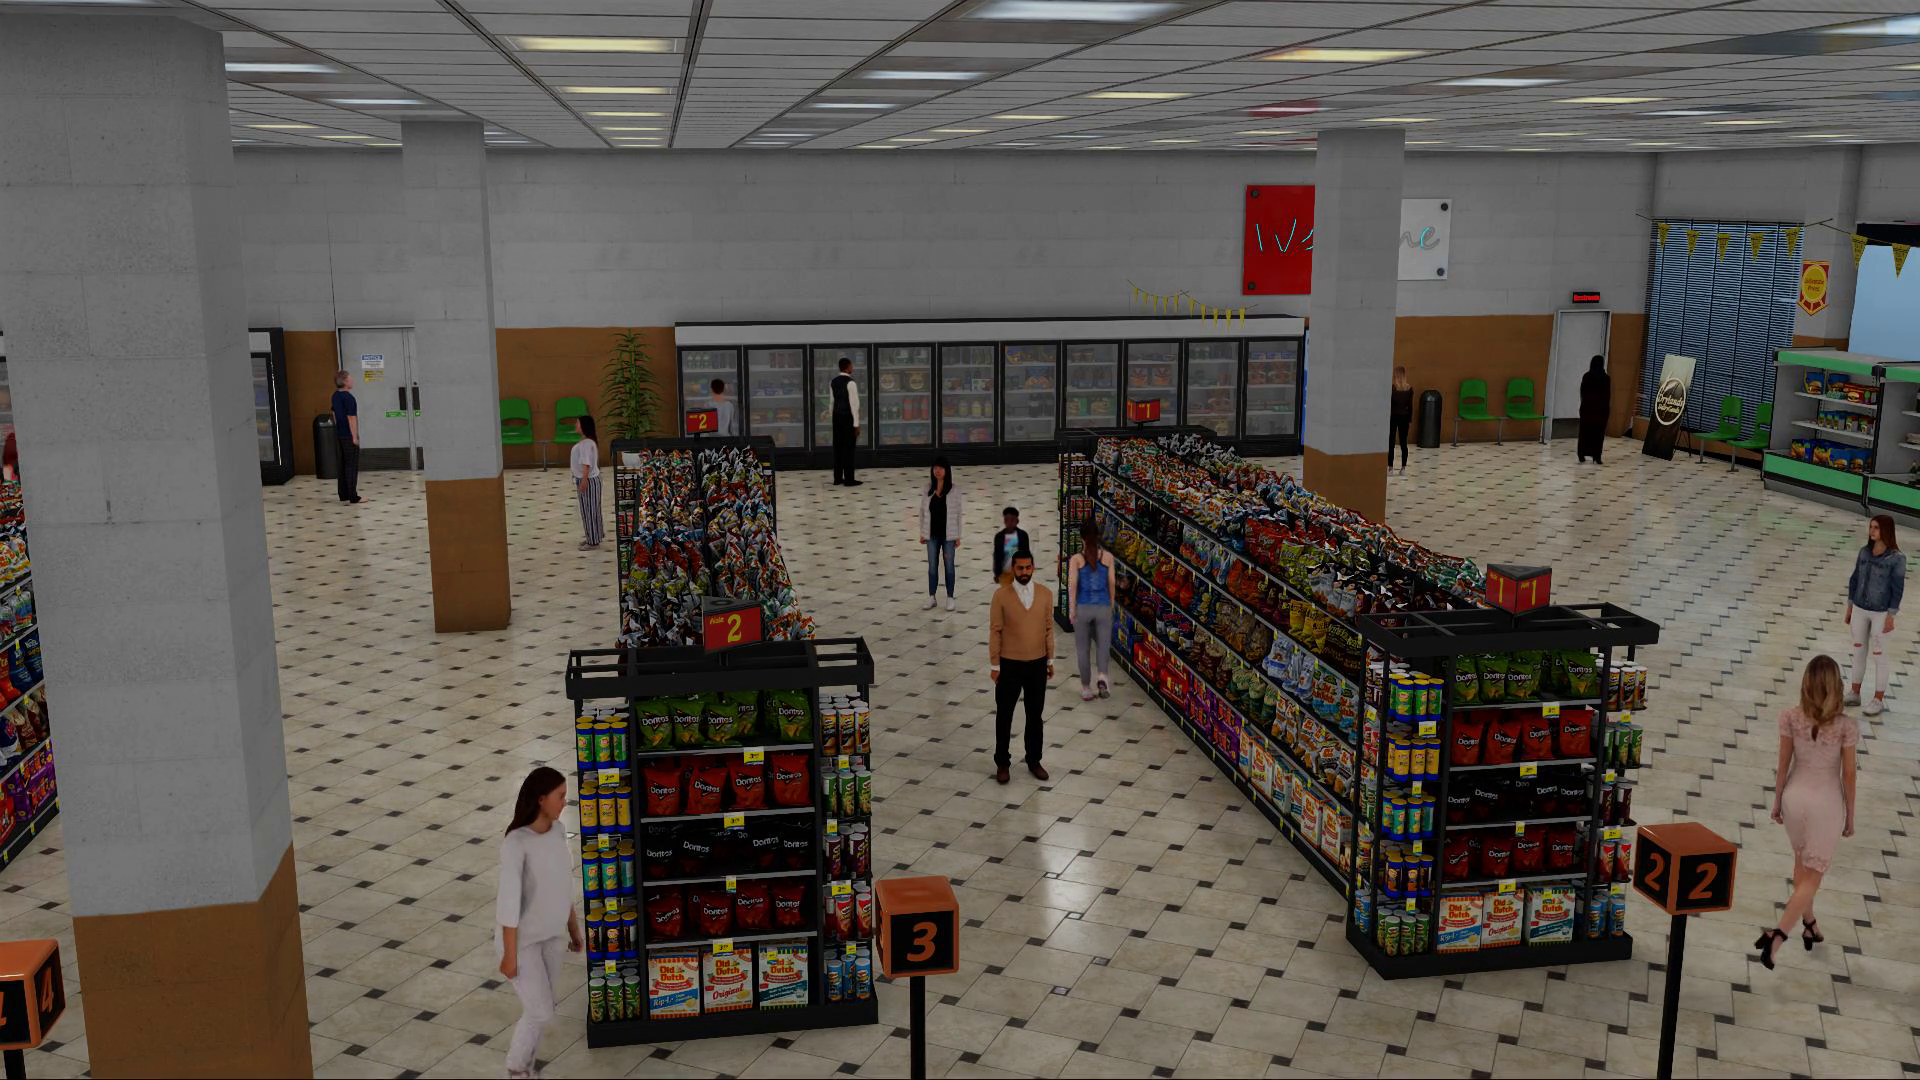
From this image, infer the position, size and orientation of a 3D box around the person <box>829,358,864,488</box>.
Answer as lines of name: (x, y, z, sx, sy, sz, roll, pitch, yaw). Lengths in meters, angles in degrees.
person: (-1.735, -1.775, 24.943, 0.755, 1.917, 0.842, 10, 16, 40)

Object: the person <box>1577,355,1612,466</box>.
person: (10.269, -2.113, 26.935, 0.826, 1.756, 0.716, -9, 15, -37)

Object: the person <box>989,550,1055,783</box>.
person: (0.467, 0.931, 12.485, 0.676, 1.754, 0.592, -3, 12, -15)

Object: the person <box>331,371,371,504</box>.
person: (-8.689, -1.468, 23.594, 0.802, 1.871, 0.692, -11, 16, -43)

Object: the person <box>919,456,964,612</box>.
person: (-0.199, -0.080, 17.567, 0.687, 1.638, 0.669, 2, 12, 11)

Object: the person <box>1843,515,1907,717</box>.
person: (7.750, 0.619, 14.092, 0.730, 1.702, 0.548, -6, 13, -25)

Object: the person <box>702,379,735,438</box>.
person: (-3.259, -1.259, 22.711, 0.864, 1.825, 1.033, -7, 14, -31)

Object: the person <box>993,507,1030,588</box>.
person: (0.529, 0.278, 16.778, 0.588, 1.262, 0.607, 1, 12, 4)

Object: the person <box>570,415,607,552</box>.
person: (-4.590, -0.724, 20.529, 0.739, 1.677, 0.547, -2, 12, -7)

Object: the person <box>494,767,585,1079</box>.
person: (-2.126, 1.909, 8.063, 0.778, 1.663, 0.673, 5, 13, 23)

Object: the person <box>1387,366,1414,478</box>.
person: (6.780, -1.841, 25.772, 0.623, 1.703, 0.518, -1, 12, -5)

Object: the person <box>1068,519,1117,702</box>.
person: (1.152, 0.631, 14.279, 0.601, 1.601, 0.808, -1, 12, -7)

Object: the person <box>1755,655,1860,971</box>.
person: (4.742, 1.572, 9.339, 1.081, 1.795, 1.131, -11, 16, -42)
